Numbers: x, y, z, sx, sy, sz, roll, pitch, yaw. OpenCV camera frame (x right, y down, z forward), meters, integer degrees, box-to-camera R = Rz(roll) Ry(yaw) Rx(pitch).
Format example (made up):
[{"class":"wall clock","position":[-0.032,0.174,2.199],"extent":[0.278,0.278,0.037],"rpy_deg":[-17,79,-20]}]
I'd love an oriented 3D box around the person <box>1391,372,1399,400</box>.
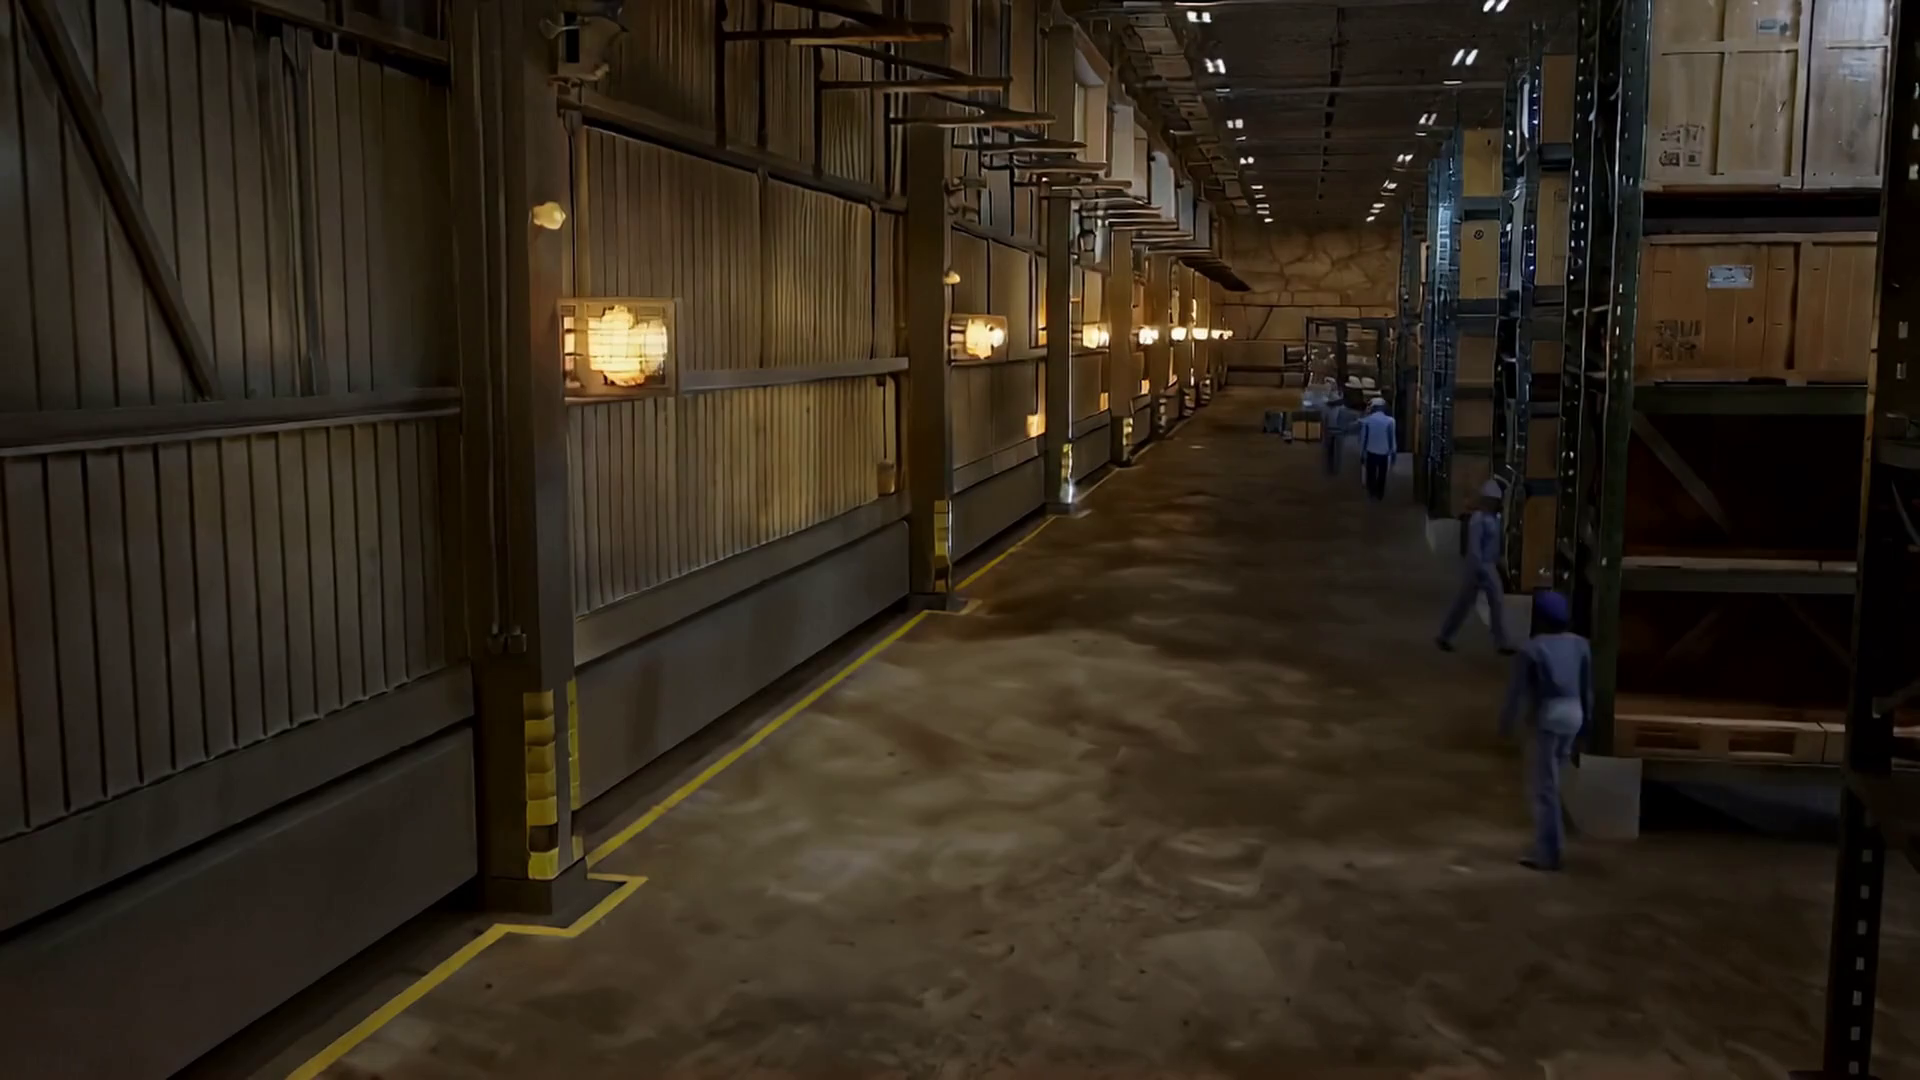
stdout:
[{"class":"person","position":[14.214,-4.588,54.385],"extent":[0.431,1.801,0.631],"rpy_deg":[1,7,9]}]

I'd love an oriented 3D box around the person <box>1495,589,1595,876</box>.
[{"class":"person","position":[3.375,1.097,9.582],"extent":[0.637,1.613,0.490],"rpy_deg":[-3,8,-24]}]

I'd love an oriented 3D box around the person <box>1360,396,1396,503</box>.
[{"class":"person","position":[7.585,-1.641,30.206],"extent":[0.624,1.962,0.963],"rpy_deg":[2,7,12]}]

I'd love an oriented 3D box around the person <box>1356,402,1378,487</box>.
[{"class":"person","position":[8.199,-1.905,33.307],"extent":[0.565,1.713,0.878],"rpy_deg":[3,8,20]}]

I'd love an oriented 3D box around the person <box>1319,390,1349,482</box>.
[{"class":"person","position":[7.654,-2.114,34.148],"extent":[0.634,1.911,0.805],"rpy_deg":[4,8,27]}]

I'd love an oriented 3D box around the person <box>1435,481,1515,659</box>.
[{"class":"person","position":[4.959,0.274,15.904],"extent":[0.498,1.697,0.904],"rpy_deg":[-6,9,-39]}]
